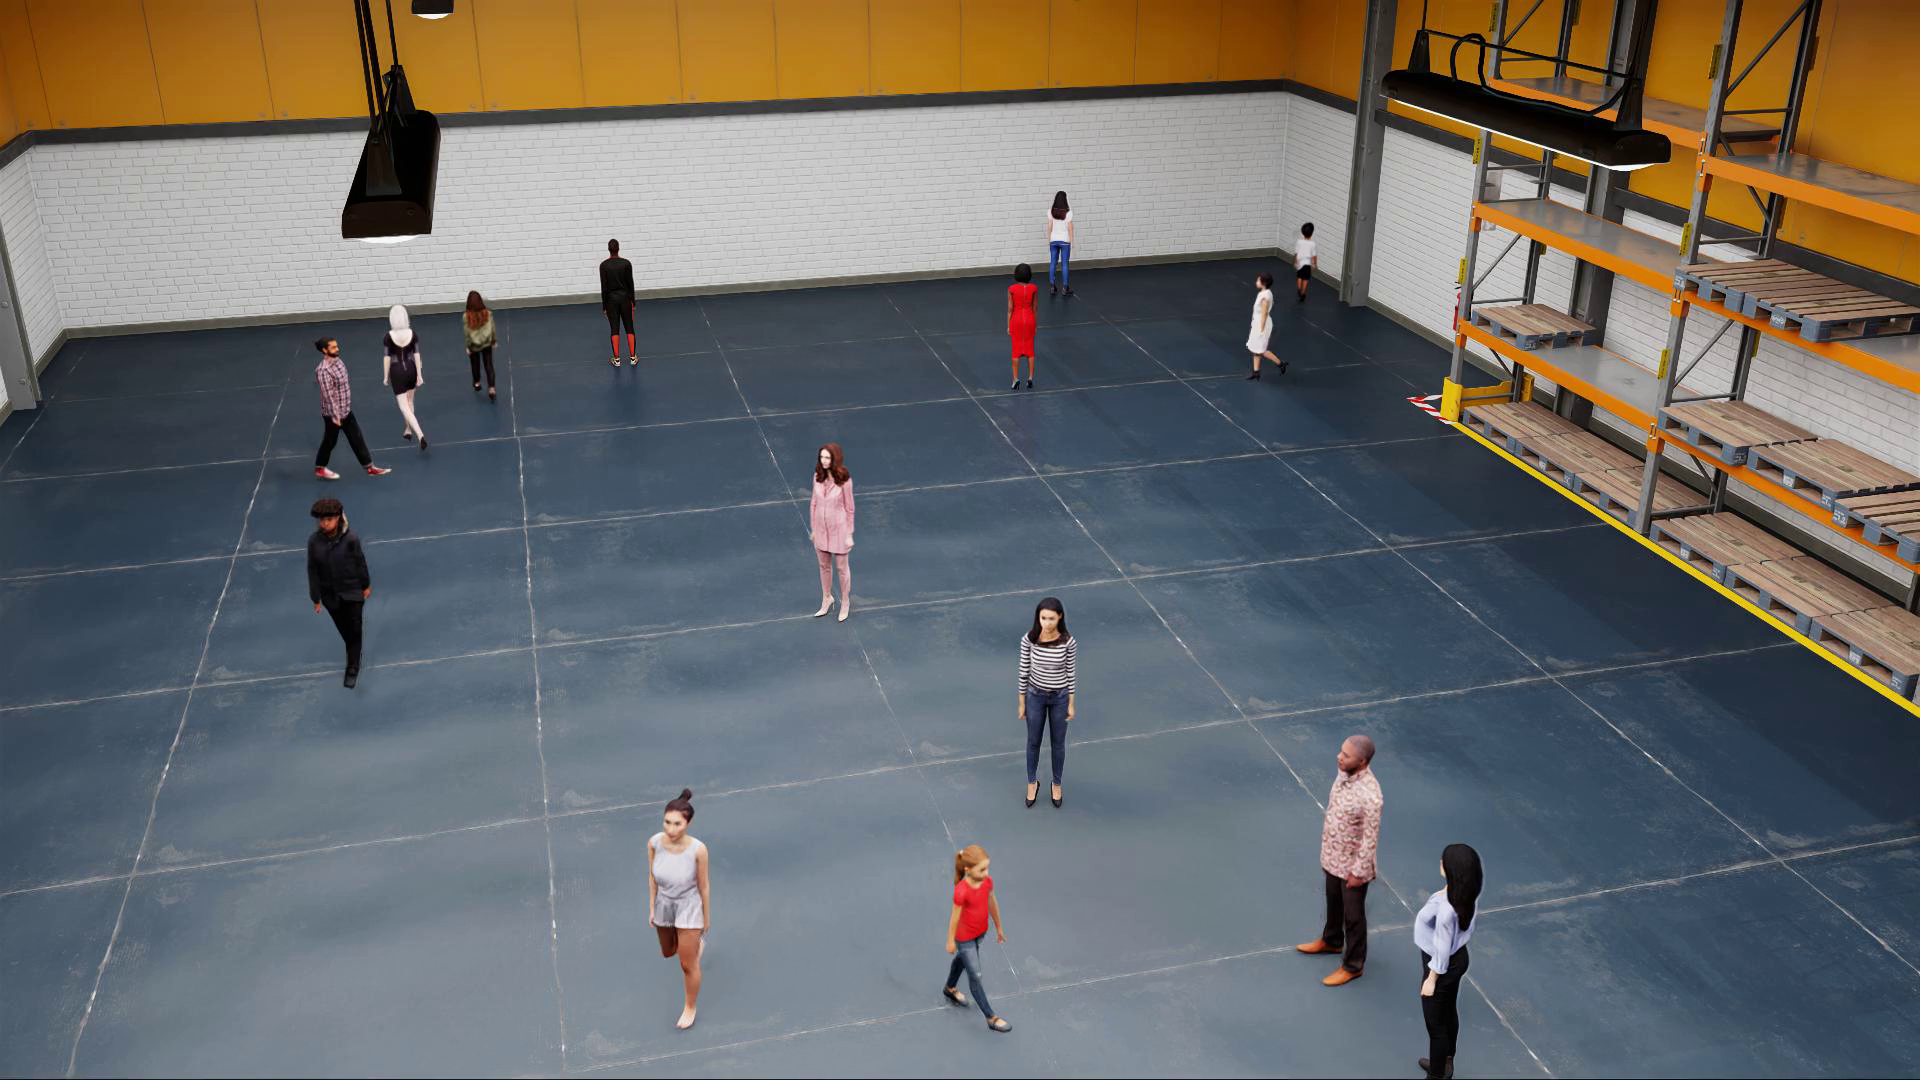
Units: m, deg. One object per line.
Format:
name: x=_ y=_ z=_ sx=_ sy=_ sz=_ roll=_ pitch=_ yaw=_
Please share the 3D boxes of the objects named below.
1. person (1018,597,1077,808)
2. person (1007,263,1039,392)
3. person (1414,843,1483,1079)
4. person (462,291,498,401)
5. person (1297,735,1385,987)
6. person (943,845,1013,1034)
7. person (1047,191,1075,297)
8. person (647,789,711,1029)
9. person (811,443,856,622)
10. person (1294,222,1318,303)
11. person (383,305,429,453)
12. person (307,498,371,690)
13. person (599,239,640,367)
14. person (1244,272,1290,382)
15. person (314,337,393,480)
person: x=0.679 y=1.259 z=12.911 sx=0.632 sy=1.797 sz=0.582 roll=1 pitch=24 yaw=3
person: x=0.846 y=-2.882 z=22.451 sx=0.578 sy=1.744 sz=0.512 roll=-4 pitch=24 yaw=-10
person: x=2.905 y=2.575 z=9.967 sx=0.777 sy=1.743 sz=0.733 roll=15 pitch=28 yaw=30
person: x=-6.342 y=-2.555 z=22.085 sx=0.669 sy=1.438 sz=0.996 roll=-10 pitch=25 yaw=-21
person: x=2.591 y=2.082 z=11.016 sx=0.744 sy=1.807 sz=0.537 roll=-5 pitch=24 yaw=-11
person: x=0.018 y=2.503 z=10.706 sx=0.934 sy=1.283 sz=0.779 roll=21 pitch=31 yaw=39
person: x=1.618 y=-4.792 z=26.894 sx=0.674 sy=1.684 sz=0.729 roll=12 pitch=27 yaw=26
person: x=-1.774 y=2.331 z=10.719 sx=0.817 sy=1.589 sz=0.936 roll=7 pitch=25 yaw=15
person: x=-1.211 y=-0.091 z=15.994 sx=0.684 sy=1.802 sz=0.733 roll=11 pitch=26 yaw=24
person: x=5.512 y=-4.431 z=26.622 sx=0.731 sy=1.241 sz=0.826 roll=9 pitch=25 yaw=19
person: x=-6.727 y=-1.931 z=20.207 sx=0.928 sy=1.798 sz=1.210 roll=-19 pitch=30 yaw=-37
person: x=-5.531 y=0.432 z=14.888 sx=0.716 sy=1.728 sz=1.107 roll=-4 pitch=24 yaw=-8
person: x=-4.815 y=-3.364 z=23.472 sx=0.617 sy=1.808 sz=0.518 roll=-6 pitch=24 yaw=-14
person: x=4.212 y=-2.893 z=22.732 sx=0.833 sy=1.539 sz=0.857 roll=5 pitch=24 yaw=12
person: x=-7.307 y=-1.496 z=19.309 sx=1.028 sy=1.721 sz=1.180 roll=2 pitch=24 yaw=5
